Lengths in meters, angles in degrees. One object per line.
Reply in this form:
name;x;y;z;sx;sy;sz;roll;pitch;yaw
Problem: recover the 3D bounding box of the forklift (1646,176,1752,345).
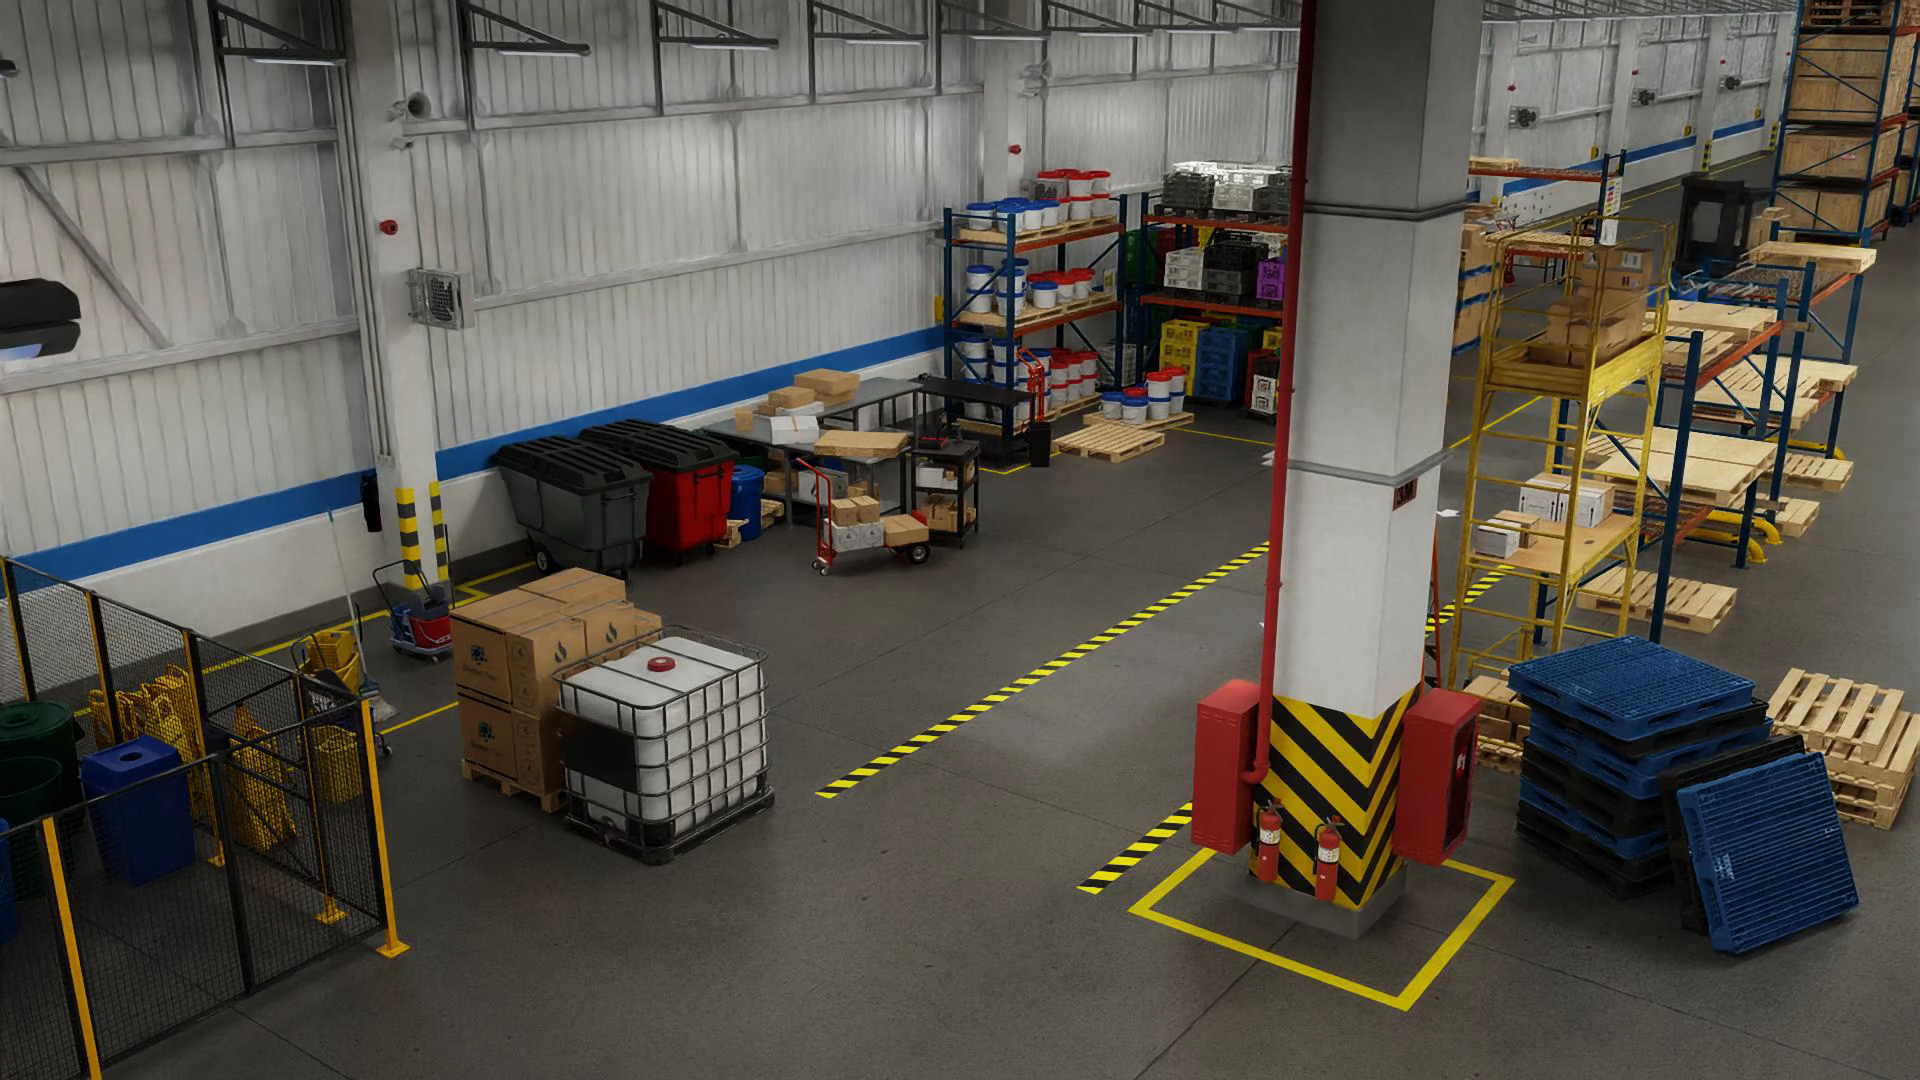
forklift;12.394;-4.636;27.809;1.873;2.768;1.129;-13;22;-34
